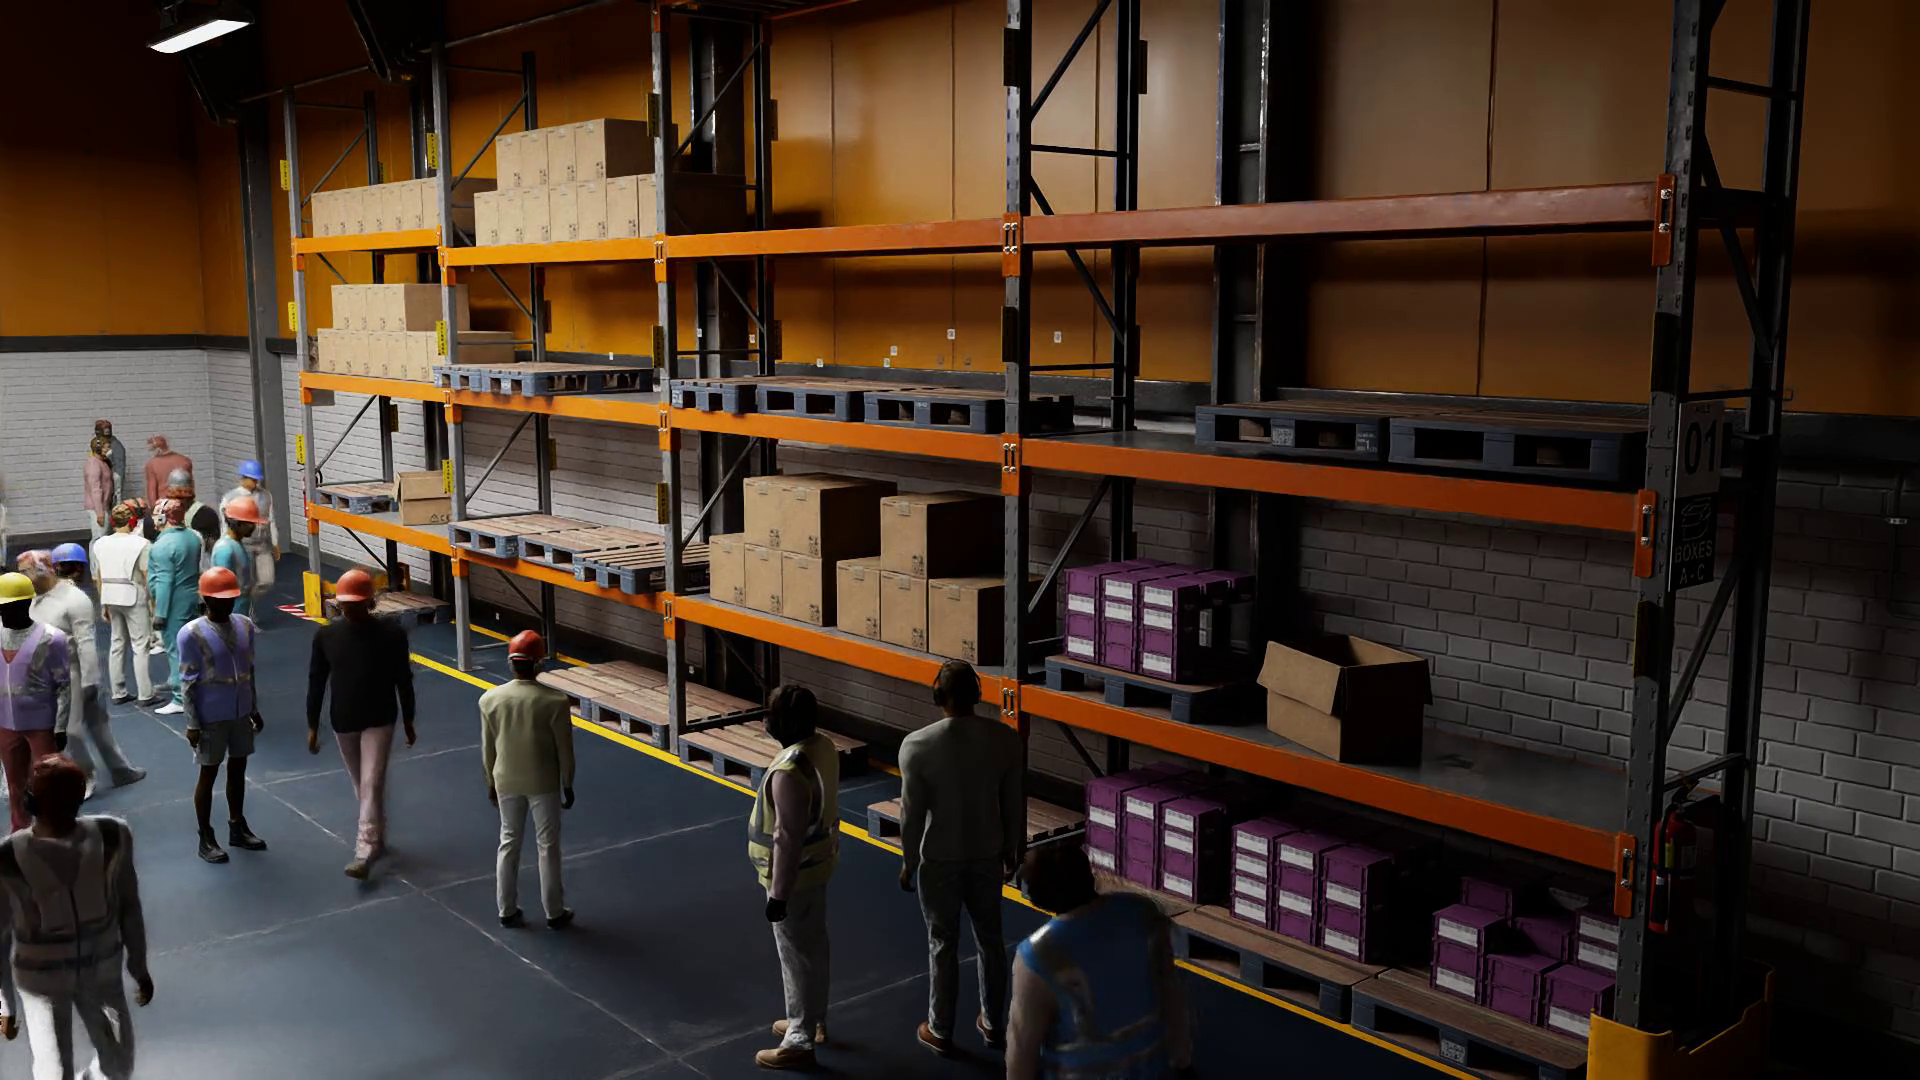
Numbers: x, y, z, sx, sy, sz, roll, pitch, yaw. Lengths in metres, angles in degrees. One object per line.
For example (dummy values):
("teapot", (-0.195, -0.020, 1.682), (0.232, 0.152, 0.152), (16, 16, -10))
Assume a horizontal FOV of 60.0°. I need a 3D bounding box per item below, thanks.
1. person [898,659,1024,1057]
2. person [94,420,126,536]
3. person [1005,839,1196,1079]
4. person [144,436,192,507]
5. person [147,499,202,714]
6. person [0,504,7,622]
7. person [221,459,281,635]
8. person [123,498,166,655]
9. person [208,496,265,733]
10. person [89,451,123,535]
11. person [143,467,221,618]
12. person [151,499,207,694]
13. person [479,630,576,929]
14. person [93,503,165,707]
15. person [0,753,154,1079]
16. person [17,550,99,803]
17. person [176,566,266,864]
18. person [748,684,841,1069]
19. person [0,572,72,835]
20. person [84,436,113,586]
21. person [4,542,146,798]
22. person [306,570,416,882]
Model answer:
("person", (0.000, 1.534, 8.059), (0.628, 1.935, 0.373), (-3, 9, -19))
("person", (-12.549, -0.816, 24.483), (0.652, 1.905, 0.409), (6, 10, 36))
("person", (0.464, 1.912, 5.917), (0.703, 1.792, 0.547), (-6, 10, -36))
("person", (-10.631, -0.483, 22.390), (0.631, 1.846, 0.900), (-6, 10, -37))
("person", (-6.975, 0.584, 14.749), (0.404, 1.911, 0.636), (0, 8, 2))
("person", (-10.140, 0.234, 17.186), (0.431, 1.905, 0.612), (5, 10, 32))
("person", (-7.811, 0.065, 18.277), (0.537, 1.926, 0.636), (5, 10, 32))
("person", (-8.431, 0.372, 17.185), (0.511, 1.630, 0.316), (6, 10, 37))
("person", (-6.055, 0.639, 13.983), (0.468, 2.014, 0.626), (-2, 8, -14))
("person", (-11.170, -0.330, 21.720), (0.492, 1.729, 0.324), (2, 8, 10))
("person", (-7.655, 0.279, 16.405), (0.692, 2.000, 0.537), (-5, 9, -30))
("person", (-7.091, 0.544, 15.241), (0.796, 1.861, 0.586), (0, 8, 3))
("person", (-2.507, 1.390, 9.725), (0.561, 1.742, 0.354), (1, 8, 8))
("person", (-7.490, 0.593, 14.944), (0.567, 1.836, 0.381), (2, 8, 13))
("person", (-3.603, 1.754, 6.716), (0.590, 1.863, 0.661), (-7, 11, -42))
("person", (-6.533, 1.008, 11.936), (0.693, 1.865, 0.519), (2, 8, 11))
("person", (-4.803, 1.127, 10.884), (0.371, 1.930, 0.552), (4, 9, 29))
("person", (-0.795, 1.594, 7.958), (0.429, 1.844, 0.627), (1, 8, 10))
("person", (-6.001, 1.158, 10.690), (0.585, 1.927, 0.366), (1, 8, 6))
("person", (-11.046, -0.377, 21.371), (0.370, 1.932, 0.624), (-3, 9, -21))
("person", (-6.571, 0.969, 12.202), (0.660, 1.882, 0.997), (5, 10, 32))
("person", (-3.831, 1.168, 10.542), (0.652, 1.942, 0.988), (0, 8, -1))
